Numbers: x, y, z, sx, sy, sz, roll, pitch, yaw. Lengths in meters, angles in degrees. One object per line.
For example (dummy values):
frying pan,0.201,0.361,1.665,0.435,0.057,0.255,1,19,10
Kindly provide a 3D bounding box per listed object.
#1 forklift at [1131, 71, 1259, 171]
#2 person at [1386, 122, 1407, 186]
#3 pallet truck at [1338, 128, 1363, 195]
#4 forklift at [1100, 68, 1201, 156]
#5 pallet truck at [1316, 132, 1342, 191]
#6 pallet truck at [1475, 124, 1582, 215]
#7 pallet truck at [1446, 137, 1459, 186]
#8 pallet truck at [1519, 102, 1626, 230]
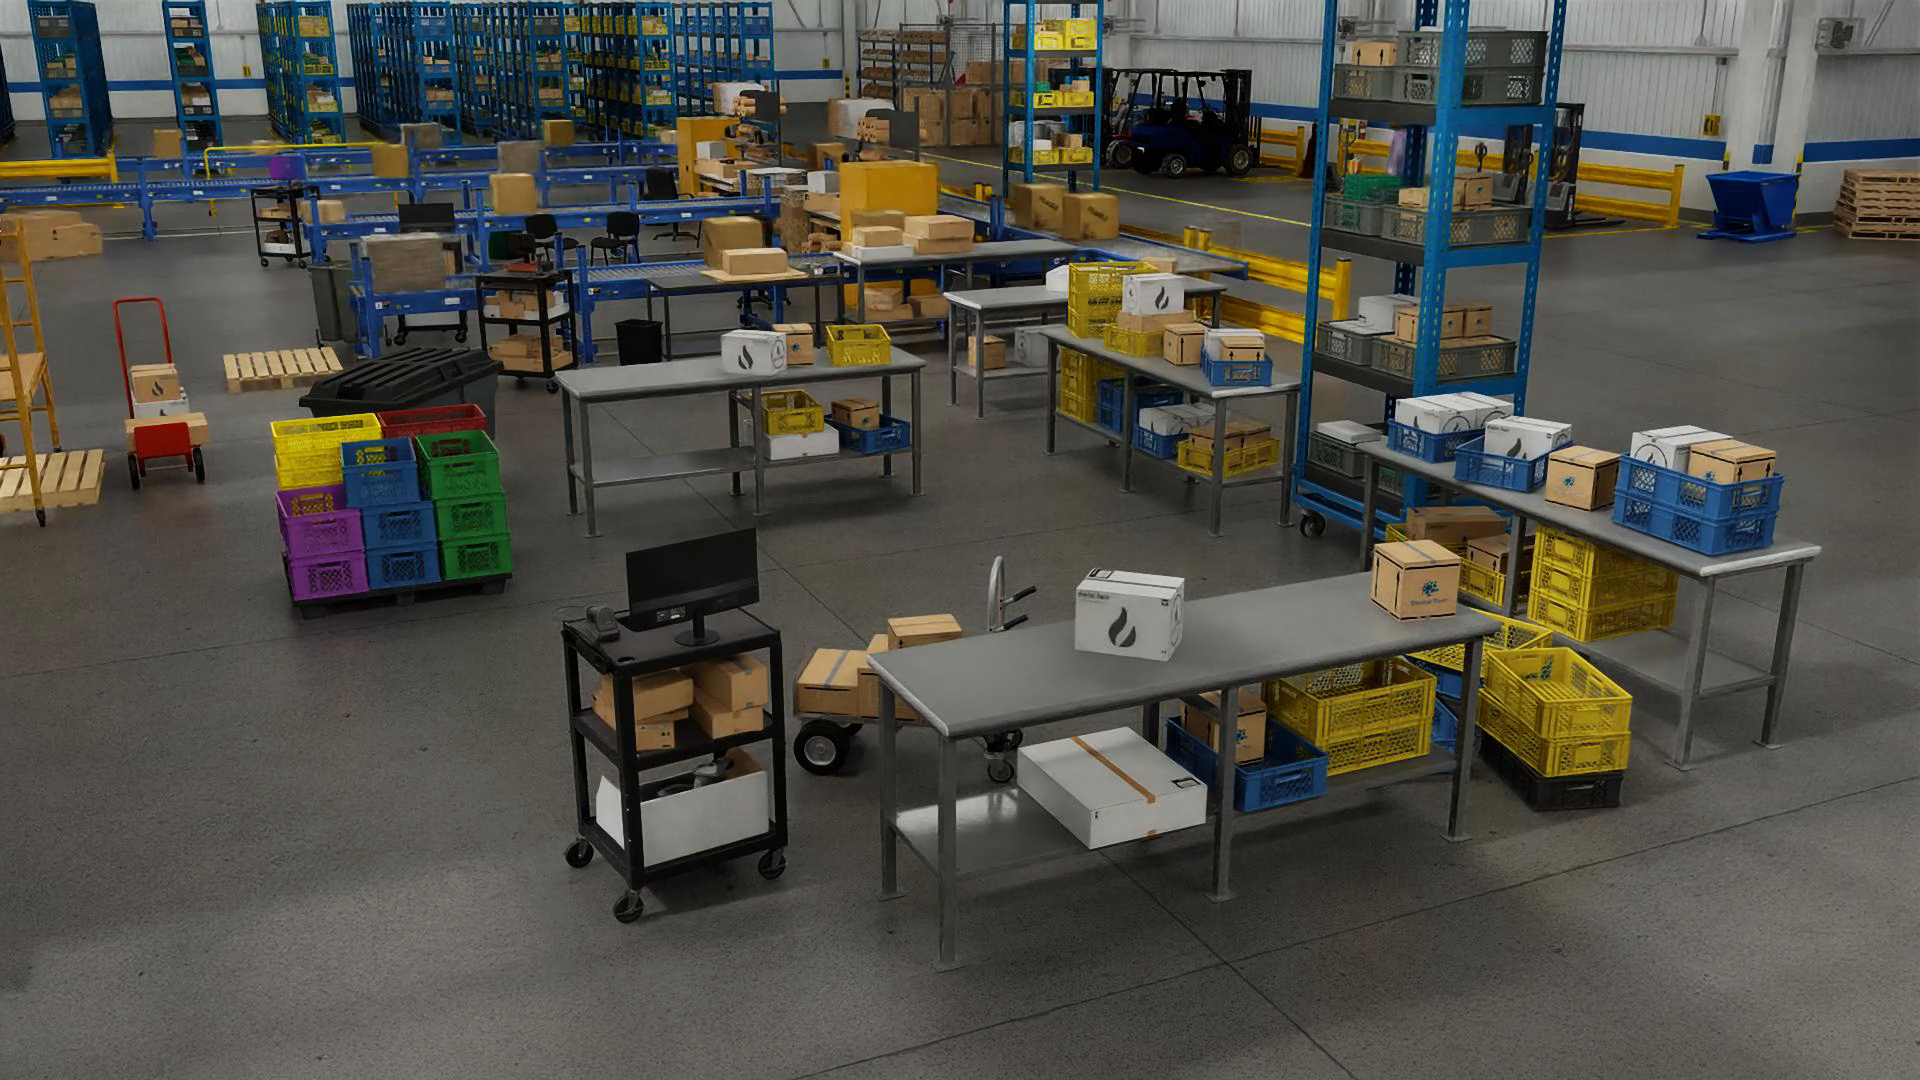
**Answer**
forklift,4.998,-8.936,35.413,2.680,1.987,1.157,-9,20,-25
person,6.609,-5.636,25.530,1.033,1.985,0.637,7,19,20
pallet truck,7.845,-7.140,31.411,1.522,1.261,0.704,-9,20,-25
forklift,4.082,-9.564,37.410,2.680,1.987,1.157,-8,19,-23
pallet truck,7.723,-7.504,32.656,1.601,1.201,0.680,-8,19,-23
pallet truck,9.707,-6.455,28.103,1.885,1.965,0.823,-7,19,-20
pallet truck,9.184,-6.485,29.328,1.630,1.274,0.653,-8,19,-23
pallet truck,9.972,-6.037,26.785,1.885,1.965,0.823,-9,20,-25
